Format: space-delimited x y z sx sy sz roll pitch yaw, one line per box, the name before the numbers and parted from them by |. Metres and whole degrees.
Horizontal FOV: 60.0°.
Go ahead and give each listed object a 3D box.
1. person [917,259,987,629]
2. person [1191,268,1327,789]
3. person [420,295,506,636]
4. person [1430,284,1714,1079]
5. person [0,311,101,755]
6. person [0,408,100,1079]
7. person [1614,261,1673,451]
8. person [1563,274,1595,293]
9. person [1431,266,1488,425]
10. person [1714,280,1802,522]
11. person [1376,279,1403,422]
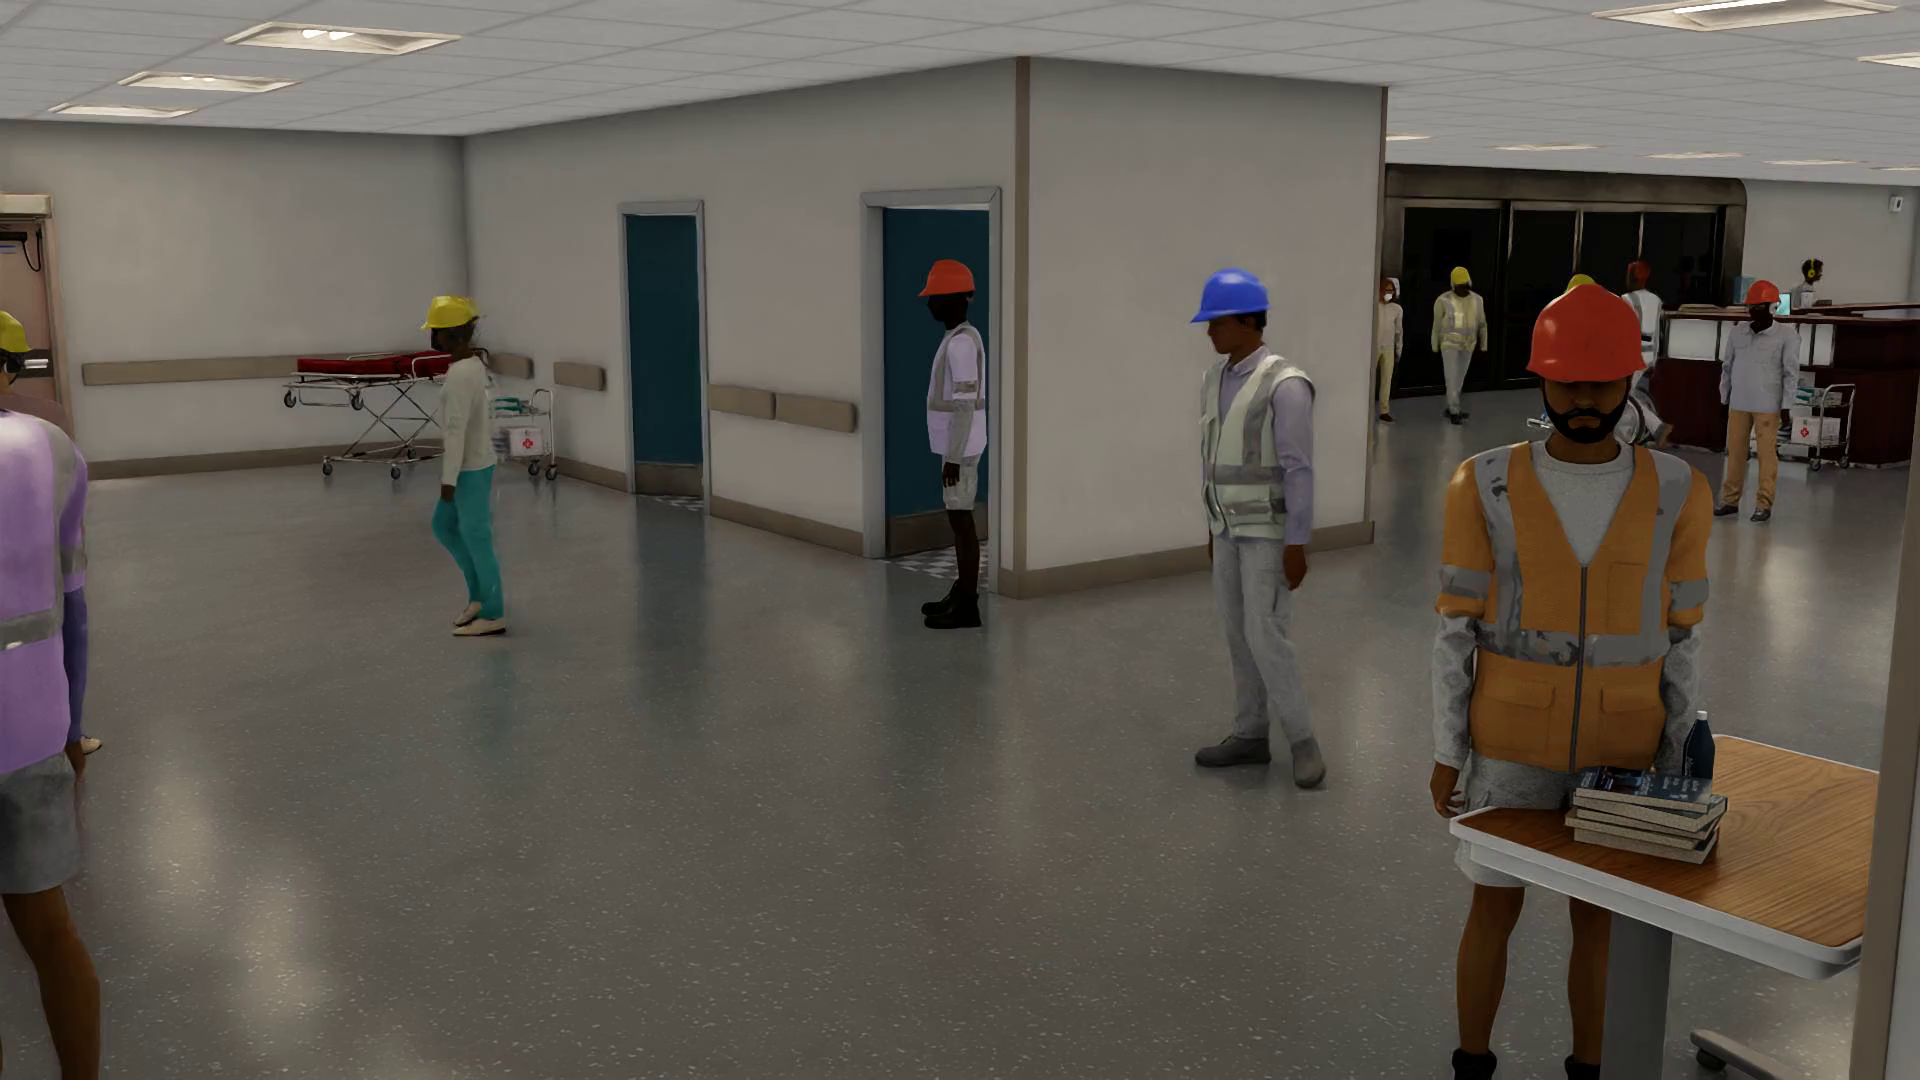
person | -0.040 -0.498 8.766 0.360 1.937 0.542 0 10 -2
person | 1.113 -0.045 6.248 0.526 1.932 0.640 -4 11 -23
person | -2.546 -0.366 8.501 0.426 1.751 0.537 -2 10 -10
person | 1.289 0.432 3.552 0.552 1.936 0.360 2 10 12
person | -3.660 0.004 6.432 0.533 1.768 0.311 -2 10 -10
person | -2.052 0.414 3.412 0.410 2.032 0.609 3 10 15
person | 6.487 -1.735 15.897 0.586 1.856 0.743 -7 12 -35
person | 5.130 -1.318 13.837 0.316 1.769 0.523 8 13 39
person | 5.670 -2.208 18.864 0.639 1.773 0.878 -3 10 -14
person | 5.802 -1.011 12.148 0.332 1.753 0.561 -7 12 -34
person | 4.776 -2.141 18.855 0.505 1.627 0.286 -2 10 -11
